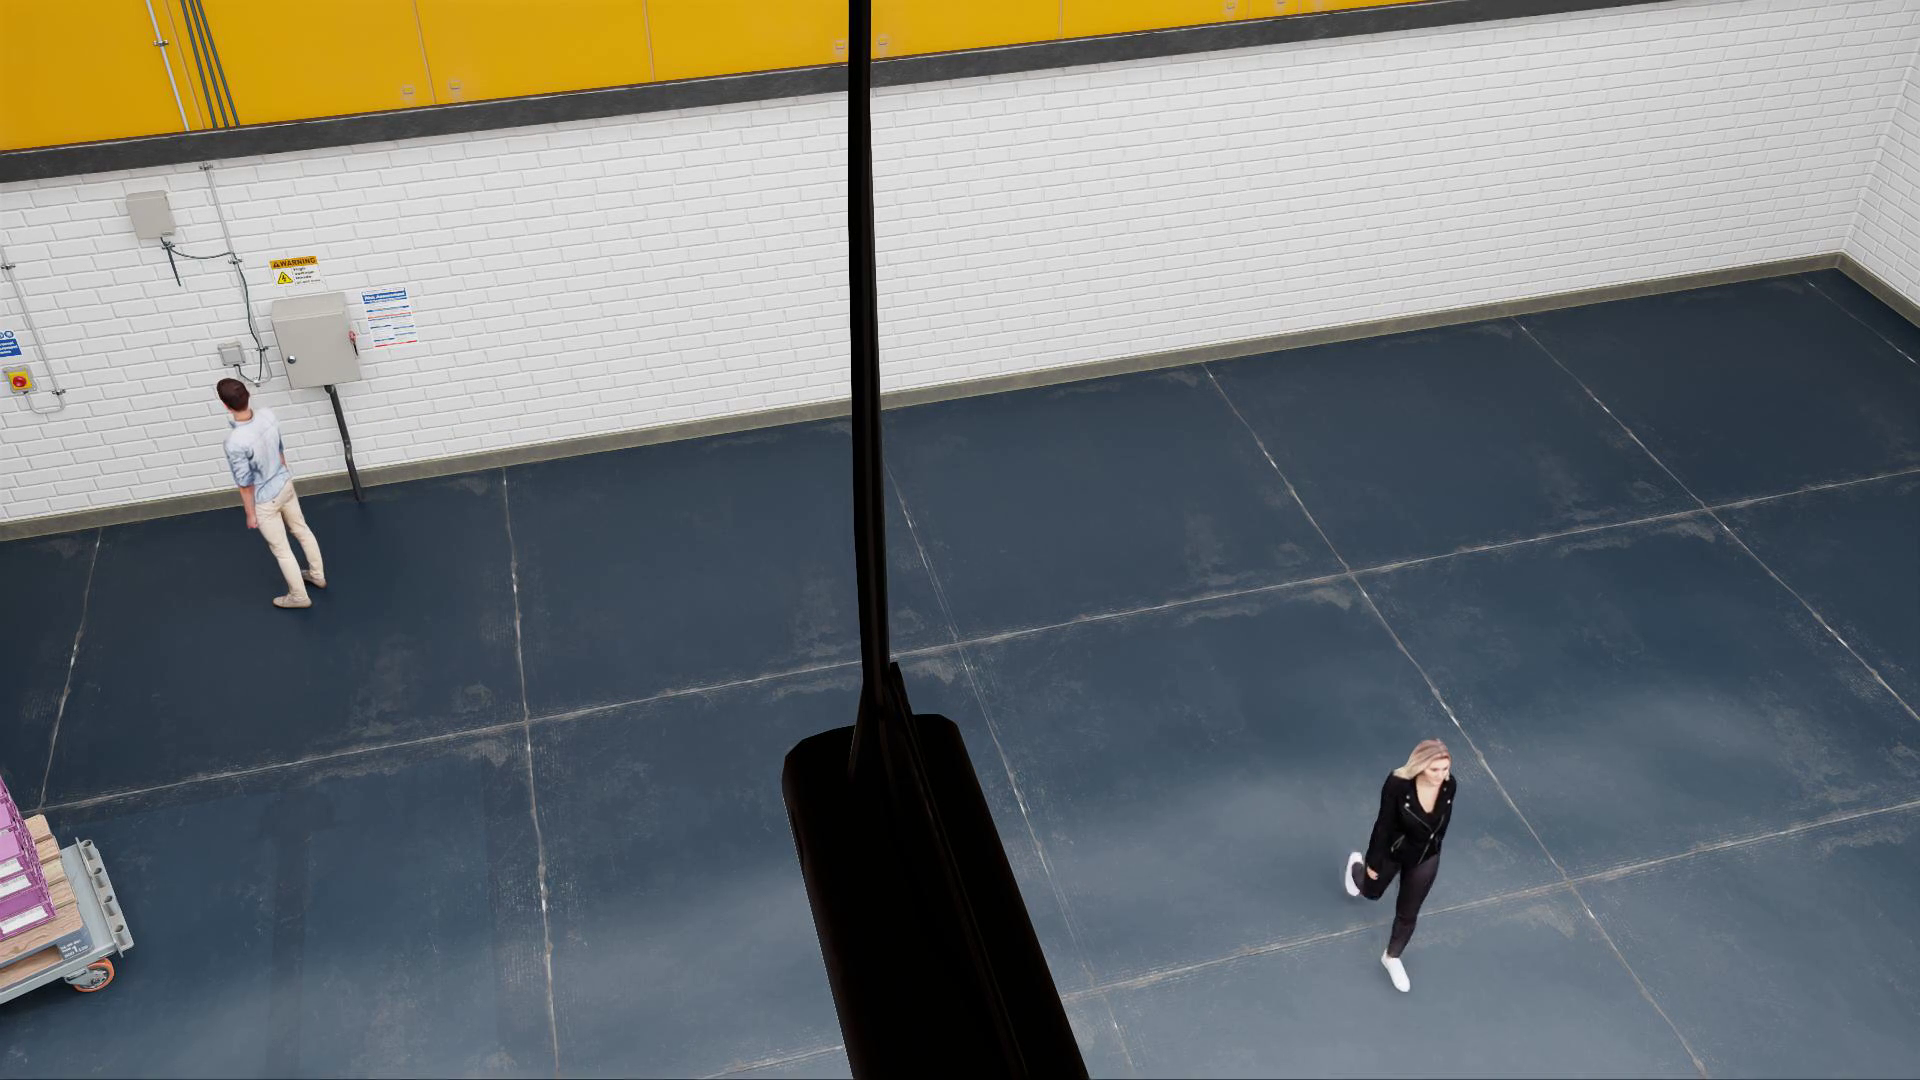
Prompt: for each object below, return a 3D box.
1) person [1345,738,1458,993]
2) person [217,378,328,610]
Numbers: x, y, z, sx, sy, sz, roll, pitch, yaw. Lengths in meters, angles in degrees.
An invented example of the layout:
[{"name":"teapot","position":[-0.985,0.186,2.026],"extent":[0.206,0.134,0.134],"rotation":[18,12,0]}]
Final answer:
[{"name":"person","position":[2.395,1.662,9.123],"extent":[0.732,1.663,1.073],"rotation":[-3,39,-4]},{"name":"person","position":[-4.751,-0.323,11.462],"extent":[0.797,1.847,0.690],"rotation":[11,40,14]}]
